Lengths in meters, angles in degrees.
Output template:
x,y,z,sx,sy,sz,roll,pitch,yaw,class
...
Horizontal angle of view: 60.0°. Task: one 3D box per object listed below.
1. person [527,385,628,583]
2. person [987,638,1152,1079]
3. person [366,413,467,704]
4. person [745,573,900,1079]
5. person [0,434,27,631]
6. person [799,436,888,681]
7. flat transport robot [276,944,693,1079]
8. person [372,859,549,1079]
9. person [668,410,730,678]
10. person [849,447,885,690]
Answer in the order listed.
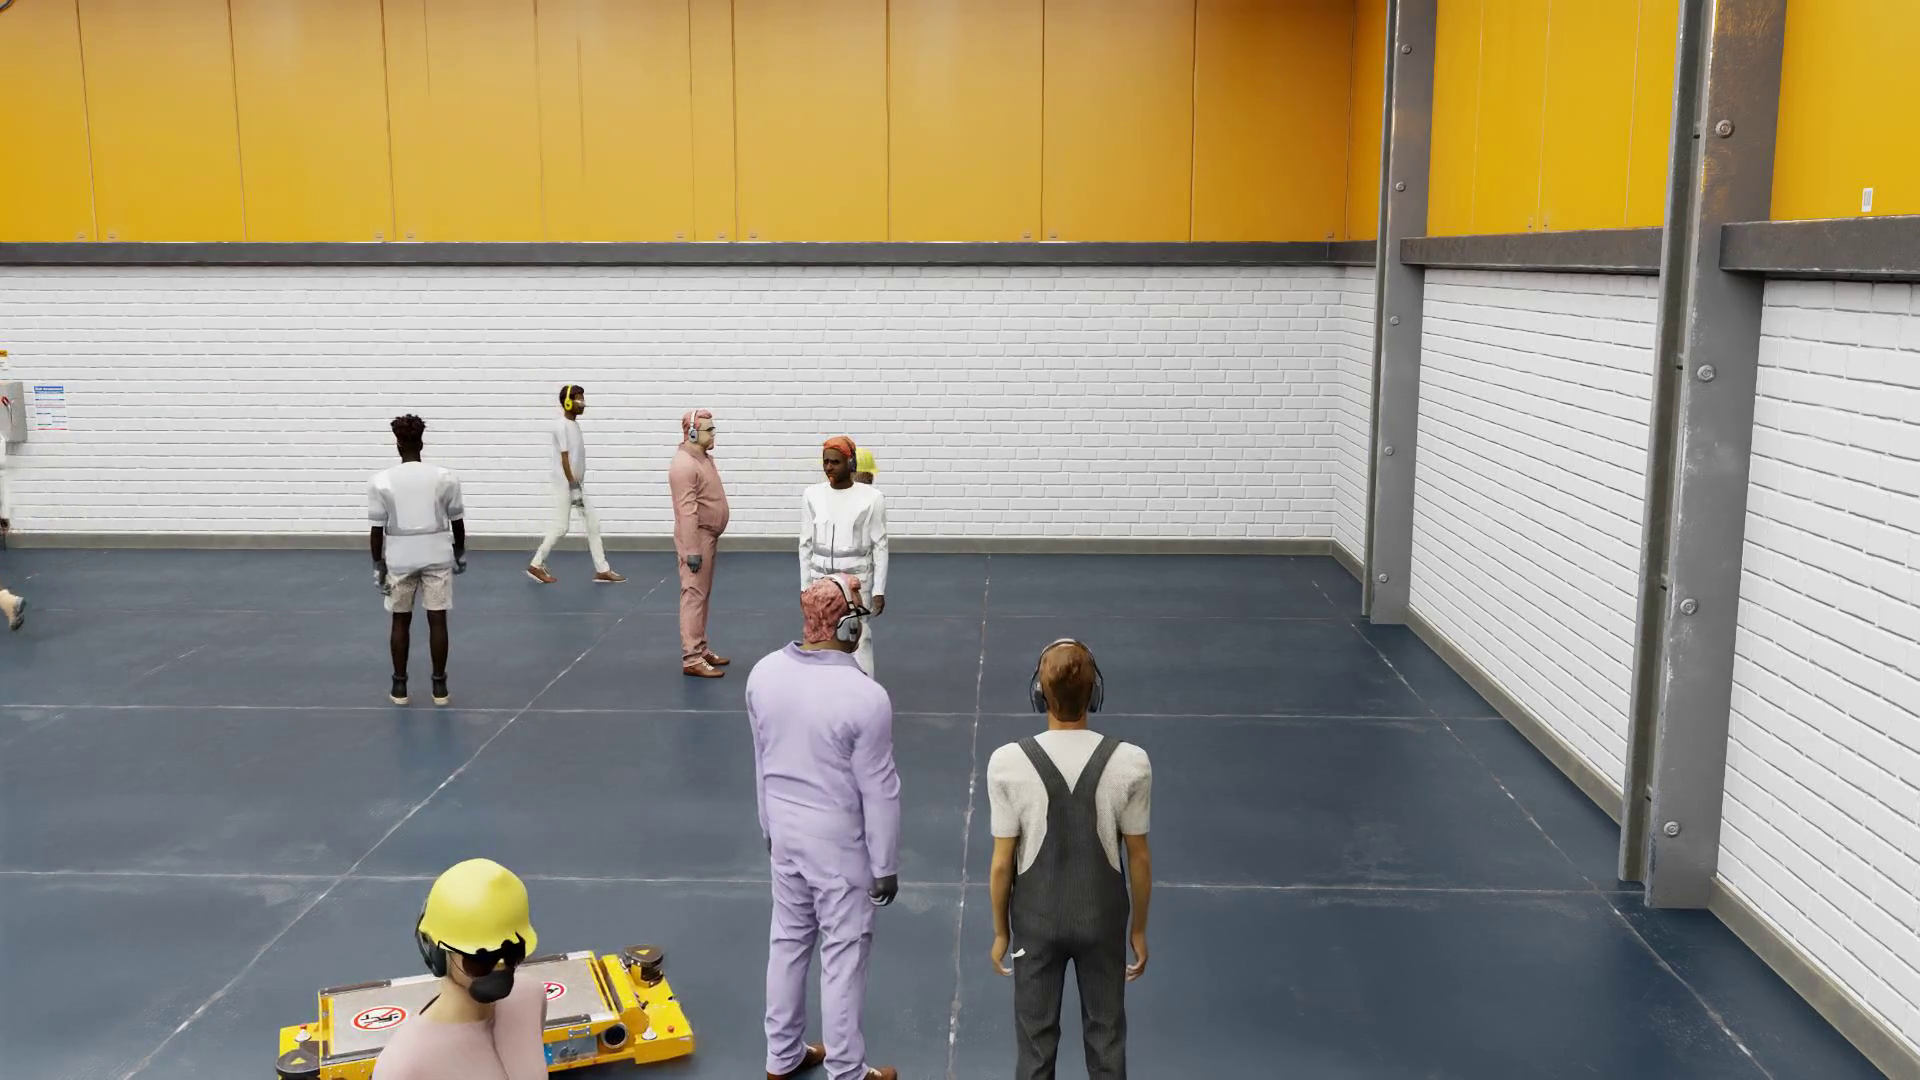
x,y,z,sx,sy,sz,roll,pitch,yaw,class
-3.552,-0.498,15.188,0.891,1.826,0.531,2,10,10,person
0.335,1.205,5.154,0.507,1.847,0.346,0,10,0,person
-3.615,0.131,11.106,0.622,1.959,0.428,-3,10,-18,person
-0.455,1.056,5.892,0.646,1.901,0.401,8,12,38,person
-7.688,-0.224,13.050,0.788,2.021,0.605,4,10,21,person
-0.737,0.290,10.407,0.587,1.879,0.341,4,10,20,person
-1.775,1.811,6.211,1.431,0.197,0.652,-4,10,-21,flat transport robot
-1.009,1.521,3.543,0.327,1.765,0.531,4,10,21,person
-1.853,0.019,11.923,0.408,1.908,0.643,0,10,0,person
-0.772,0.229,11.214,0.495,1.724,0.534,0,10,2,person
